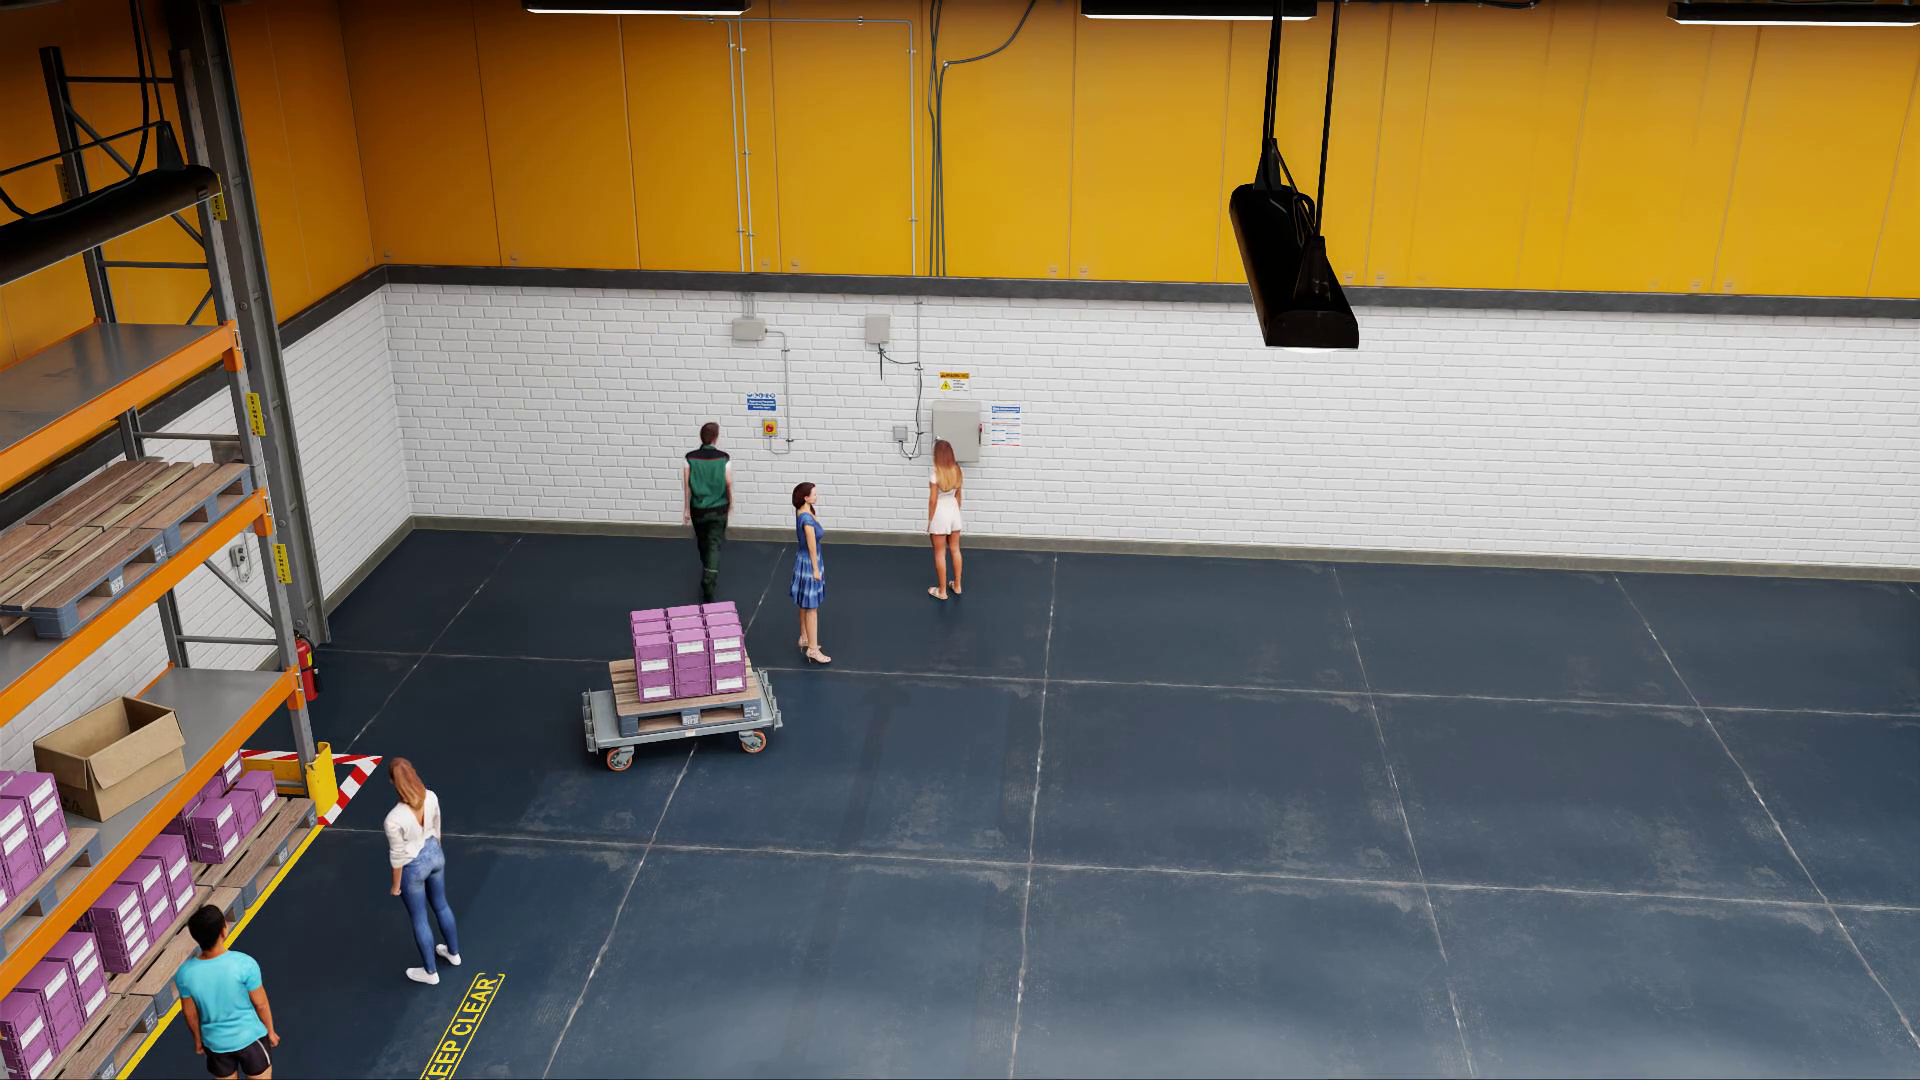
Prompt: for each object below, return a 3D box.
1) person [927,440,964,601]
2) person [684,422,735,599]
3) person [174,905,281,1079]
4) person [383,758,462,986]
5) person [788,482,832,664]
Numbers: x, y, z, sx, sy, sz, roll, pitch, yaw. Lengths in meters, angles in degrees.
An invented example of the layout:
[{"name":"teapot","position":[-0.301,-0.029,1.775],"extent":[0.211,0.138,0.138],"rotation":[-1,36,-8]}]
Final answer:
[{"name":"person","position":[-0.144,-0.221,16.991],"extent":[0.669,1.696,0.722],"rotation":[-15,28,-31]},{"name":"person","position":[-2.567,-0.272,17.013],"extent":[0.763,1.771,1.181],"rotation":[-2,24,-5]},{"name":"person","position":[-4.241,2.915,9.716],"extent":[0.675,1.776,0.618],"rotation":[-5,24,-10]},{"name":"person","position":[-3.674,2.234,11.334],"extent":[0.741,1.728,0.602],"rotation":[13,27,27]},{"name":"person","position":[-1.413,0.294,15.674],"extent":[0.807,1.806,0.664],"rotation":[-8,25,-18]}]
